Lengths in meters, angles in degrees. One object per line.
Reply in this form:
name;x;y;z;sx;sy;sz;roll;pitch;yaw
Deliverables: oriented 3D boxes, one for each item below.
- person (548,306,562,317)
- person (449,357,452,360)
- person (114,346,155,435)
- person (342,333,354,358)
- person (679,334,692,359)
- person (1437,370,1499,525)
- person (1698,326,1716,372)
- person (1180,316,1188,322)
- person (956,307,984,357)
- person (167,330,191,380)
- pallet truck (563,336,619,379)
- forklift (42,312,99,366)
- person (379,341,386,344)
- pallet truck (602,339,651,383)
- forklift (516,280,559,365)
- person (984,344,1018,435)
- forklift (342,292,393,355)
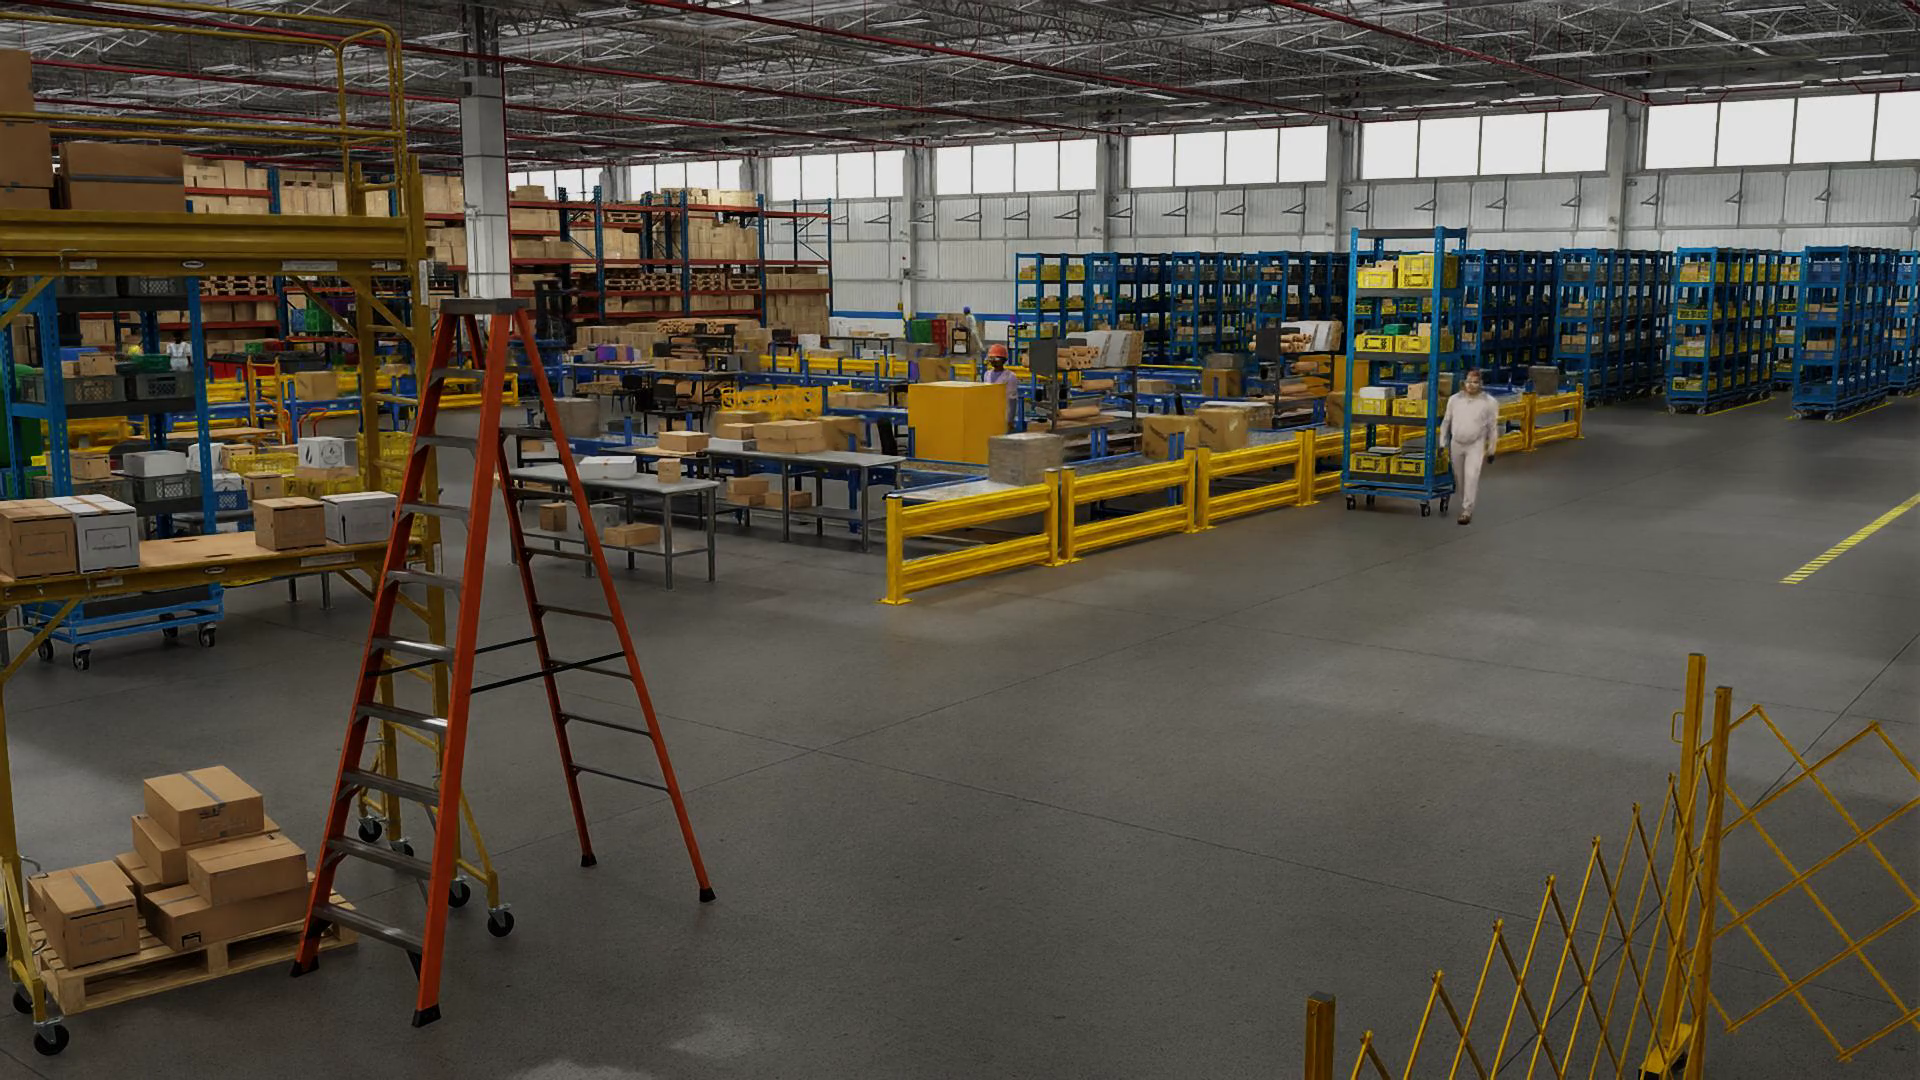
person;-13.564;-6.910;55.910;0.612;1.996;0.388;-2;9;-9
person;-18.359;-7.162;58.174;0.590;1.776;0.960;7;12;39
person;-14.452;-2.514;29.162;0.606;1.776;0.981;8;12;40
person;-15.728;-4.721;42.573;0.966;1.900;0.558;0;9;2
person;-6.689;-4.389;40.973;0.794;1.743;0.537;4;10;25
person;6.248;-1.159;20.421;0.646;1.865;0.917;7;11;36
person;19.535;-4.783;43.261;0.696;1.804;0.394;8;12;41
person;7.758;-6.897;56.391;0.597;1.814;0.411;4;10;23
person;0.424;-7.600;60.772;1.174;1.839;0.628;5;10;27
person;-18.590;-4.146;39.592;0.538;1.696;0.318;-2;9;-13
pallet truck;-10.690;-5.294;48.215;1.601;1.201;0.680;-5;10;-26
forklift;-23.779;-5.451;44.052;1.873;2.768;1.129;7;11;36
person;-17.652;-5.900;50.356;0.518;1.756;0.343;-7;12;-38
pallet truck;-8.991;-4.871;45.351;0.653;1.274;1.630;7;11;37
forklift;-13.274;-6.952;53.421;1.873;2.768;1.129;3;10;21
person;0.530;-1.741;23.485;0.612;2.048;0.363;8;12;42
forklift;-16.485;-5.622;45.120;1.129;2.768;1.873;7;11;37
